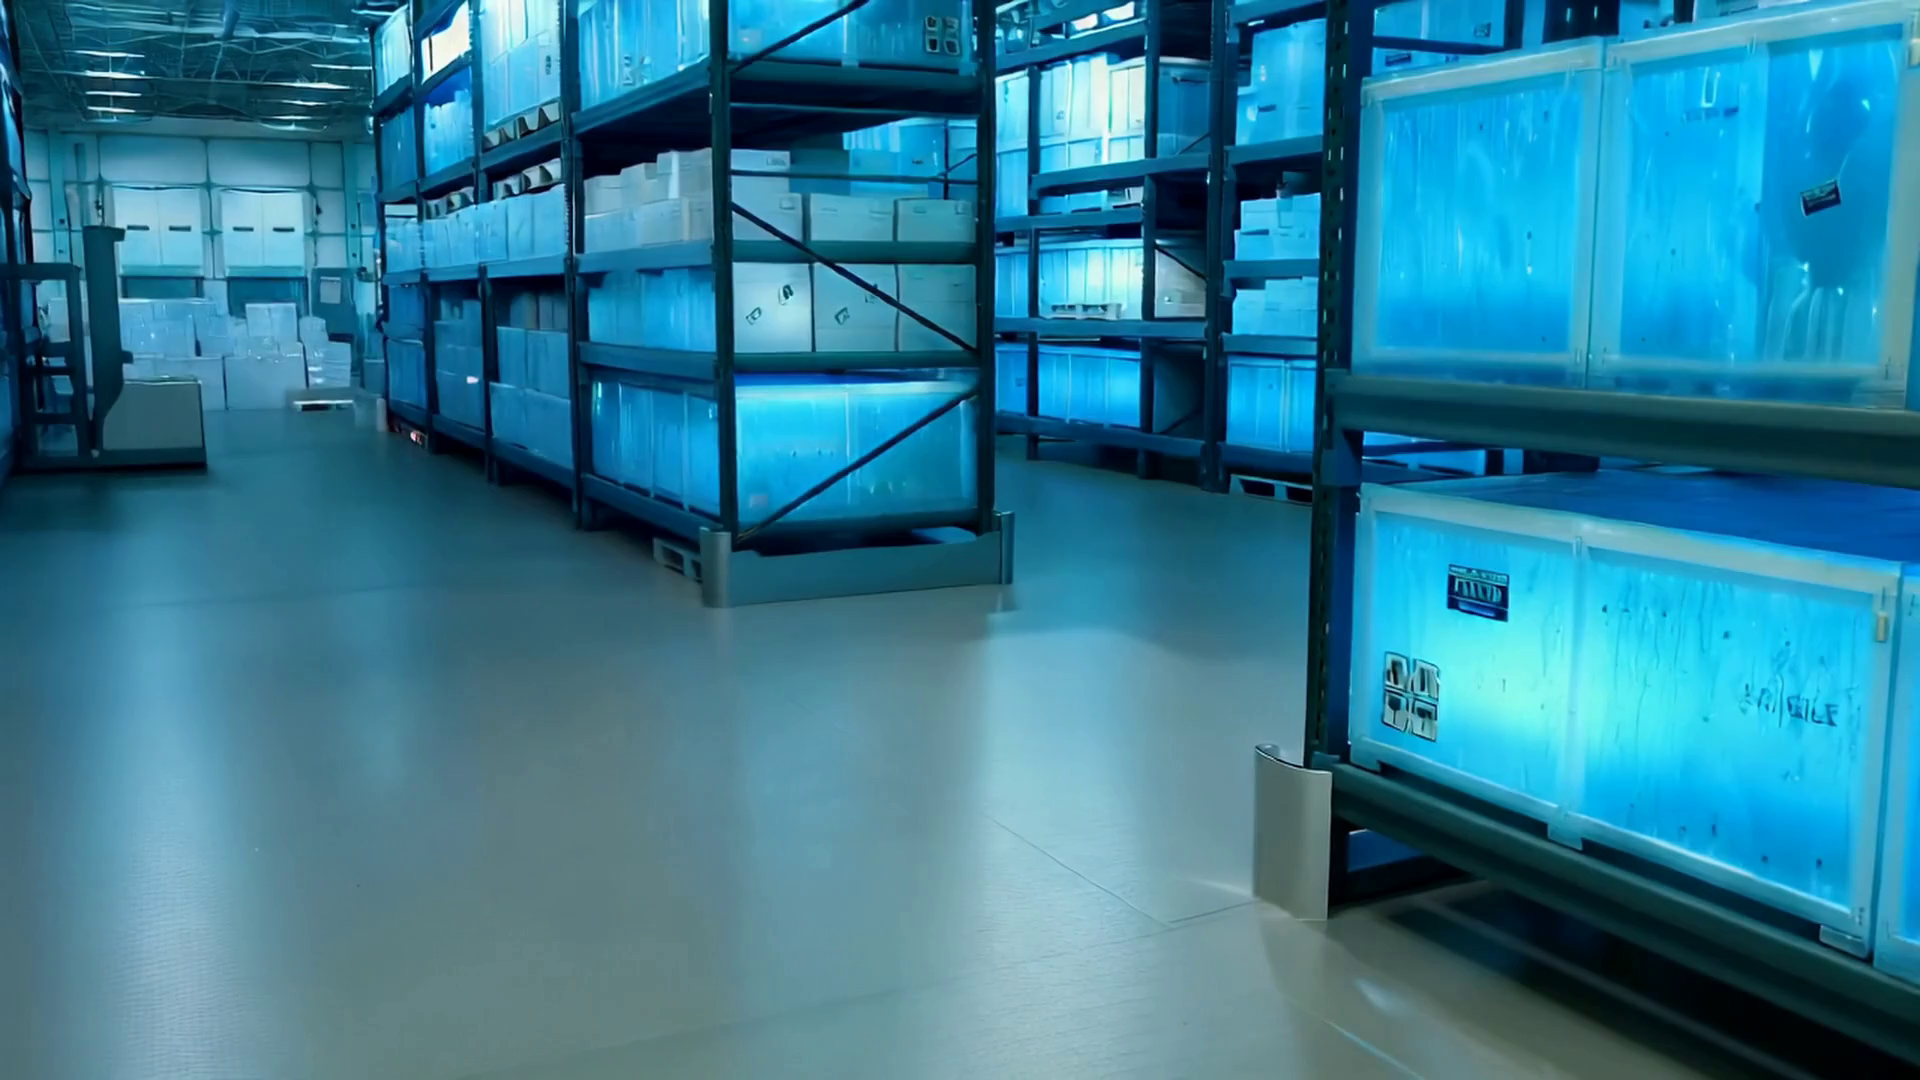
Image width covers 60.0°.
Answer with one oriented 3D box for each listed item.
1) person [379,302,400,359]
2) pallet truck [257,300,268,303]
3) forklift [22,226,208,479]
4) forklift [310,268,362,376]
[{"bbox_3d":[-12.470,-4.192,36.131,0.855,1.958,0.659,-8,11,-44],"label":"person"},{"bbox_3d":[-23.913,-7.404,58.171,1.885,1.965,0.823,-1,8,-9],"label":"pallet truck"},{"bbox_3d":[-9.741,-2.168,19.037,1.873,2.768,1.129,-4,9,-26],"label":"forklift"},{"bbox_3d":[-16.408,-5.712,43.475,1.129,2.768,1.873,-2,8,-11],"label":"forklift"}]
